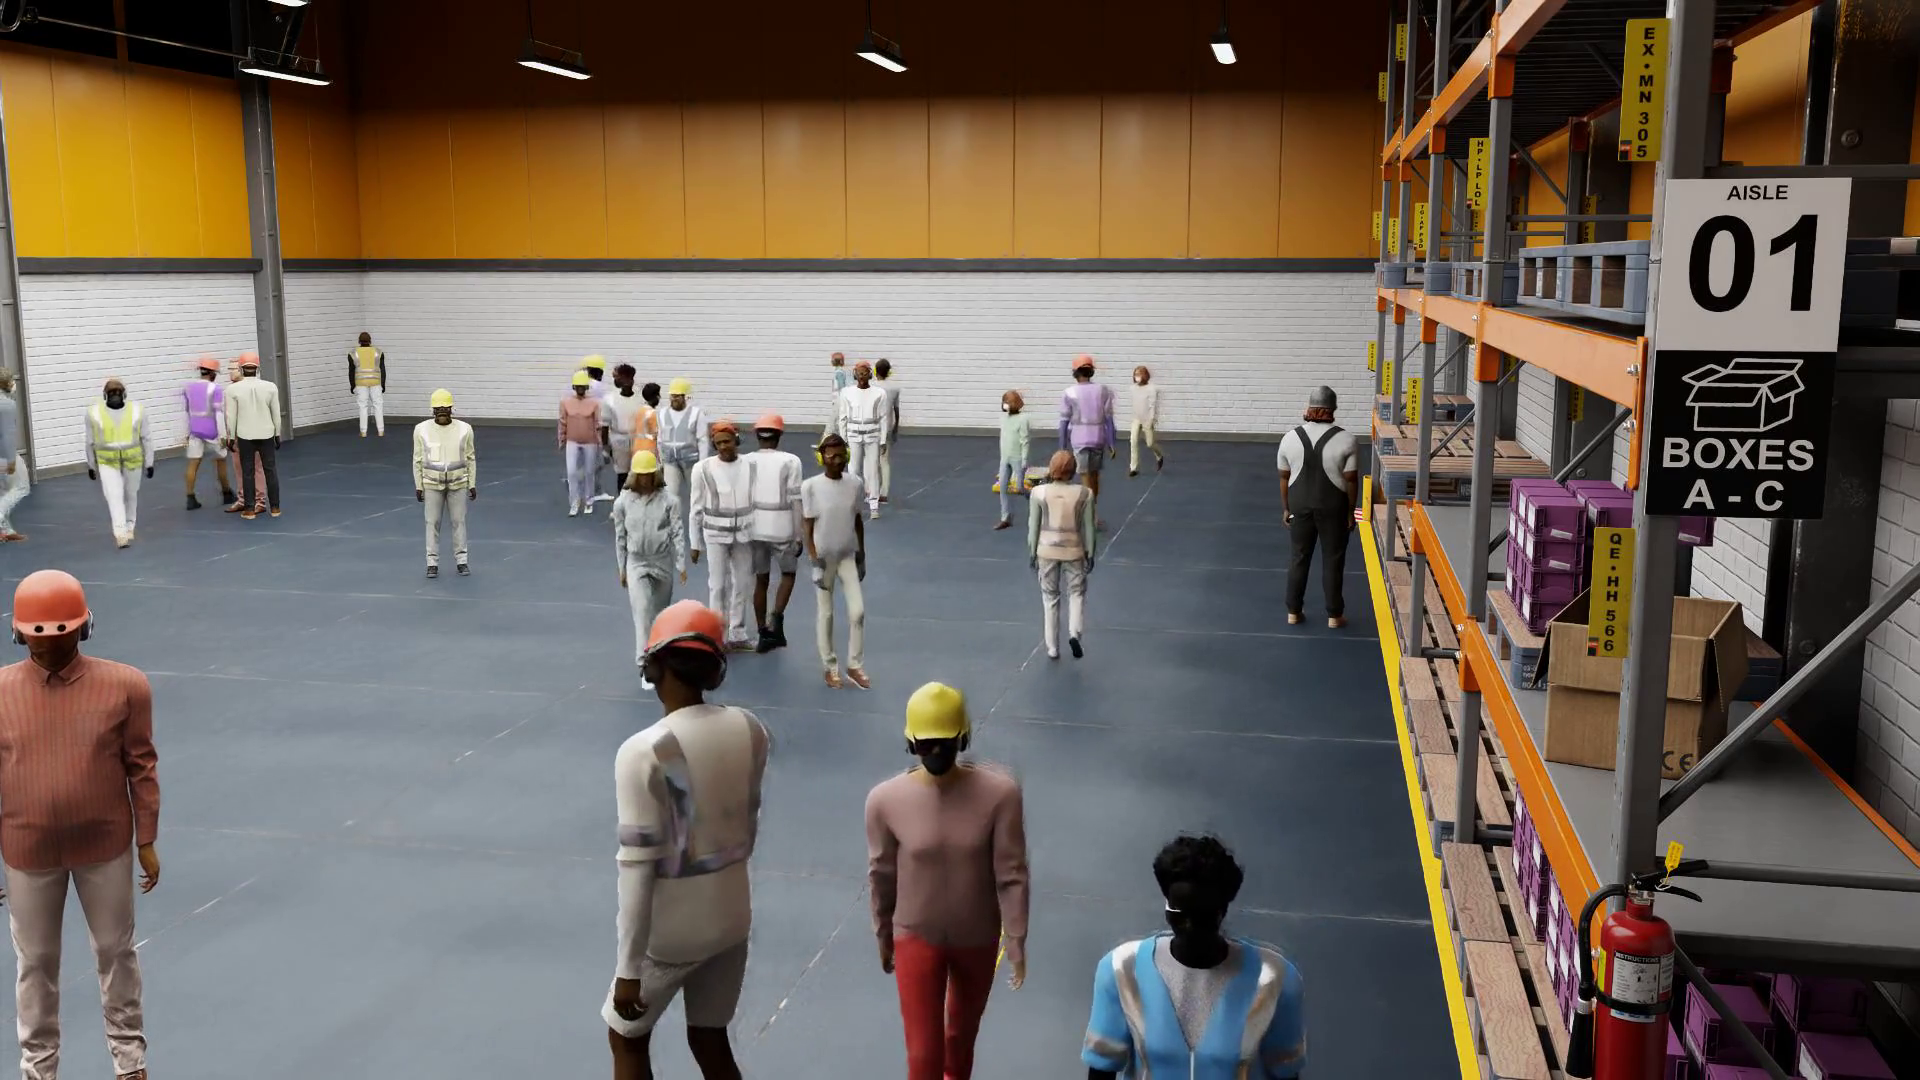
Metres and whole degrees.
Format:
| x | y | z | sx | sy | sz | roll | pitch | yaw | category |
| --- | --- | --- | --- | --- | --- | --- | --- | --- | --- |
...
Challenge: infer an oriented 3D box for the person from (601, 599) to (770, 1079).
| x | y | z | sx | sy | sz | roll | pitch | yaw | category |
| --- | --- | --- | --- | --- | --- | --- | --- | --- | --- |
| -0.920 | 1.190 | 5.197 | 0.699 | 1.993 | 0.687 | 6 | 11 | 34 | person |

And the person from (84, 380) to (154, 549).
| x | y | z | sx | sy | sz | roll | pitch | yaw | category |
| --- | --- | --- | --- | --- | --- | --- | --- | --- | --- |
| -9.061 | -0.830 | 17.964 | 0.643 | 1.793 | 0.986 | -6 | 11 | -31 | person |

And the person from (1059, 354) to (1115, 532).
| x | y | z | sx | sy | sz | roll | pitch | yaw | category |
| --- | --- | --- | --- | --- | --- | --- | --- | --- | --- |
| 1.420 | -1.126 | 19.115 | 0.629 | 1.997 | 0.950 | -2 | 10 | -13 | person |

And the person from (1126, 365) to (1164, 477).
| x | y | z | sx | sy | sz | roll | pitch | yaw | category |
| --- | --- | --- | --- | --- | --- | --- | --- | --- | --- |
| 2.669 | -1.717 | 23.879 | 0.492 | 1.605 | 0.697 | 7 | 12 | 36 | person |

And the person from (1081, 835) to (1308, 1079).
| x | y | z | sx | sy | sz | roll | pitch | yaw | category |
| --- | --- | --- | --- | --- | --- | --- | --- | --- | --- |
| 0.550 | 1.545 | 4.052 | 0.550 | 1.657 | 0.842 | 3 | 10 | 15 | person |

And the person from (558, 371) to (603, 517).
| x | y | z | sx | sy | sz | roll | pitch | yaw | category |
| --- | --- | --- | --- | --- | --- | --- | --- | --- | --- |
| -4.558 | -1.153 | 20.006 | 0.567 | 1.741 | 0.701 | -1 | 9 | -5 | person |

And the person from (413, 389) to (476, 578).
| x | y | z | sx | sy | sz | roll | pitch | yaw | category |
| --- | --- | --- | --- | --- | --- | --- | --- | --- | --- |
| -4.999 | -0.552 | 16.160 | 0.589 | 1.834 | 0.403 | -4 | 10 | -21 | person |

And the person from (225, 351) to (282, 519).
| x | y | z | sx | sy | sz | roll | pitch | yaw | category |
| --- | --- | --- | --- | --- | --- | --- | --- | --- | --- |
| -8.434 | -1.251 | 19.890 | 0.609 | 1.995 | 0.378 | -6 | 11 | -33 | person |

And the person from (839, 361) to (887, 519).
| x | y | z | sx | sy | sz | roll | pitch | yaw | category |
| --- | --- | --- | --- | --- | --- | --- | --- | --- | --- |
| -1.153 | -1.188 | 19.845 | 0.575 | 1.884 | 0.355 | 0 | 9 | 0 | person |

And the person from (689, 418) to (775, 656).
| x | y | z | sx | sy | sz | roll | pitch | yaw | category |
| --- | --- | --- | --- | --- | --- | --- | --- | --- | --- |
| -1.753 | -0.010 | 12.806 | 0.671 | 1.873 | 0.383 | -6 | 11 | -30 | person |

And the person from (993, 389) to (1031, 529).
| x | y | z | sx | sy | sz | roll | pitch | yaw | category |
| --- | --- | --- | --- | --- | --- | --- | --- | --- | --- |
| 0.661 | -0.931 | 19.115 | 0.593 | 1.611 | 0.507 | -9 | 13 | -42 | person |

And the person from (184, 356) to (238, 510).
| x | y | z | sx | sy | sz | roll | pitch | yaw | category |
| --- | --- | --- | --- | --- | --- | --- | --- | --- | --- |
| -9.391 | -1.347 | 20.804 | 0.659 | 1.872 | 0.947 | 2 | 10 | 13 | person |

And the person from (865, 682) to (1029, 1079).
| x | y | z | sx | sy | sz | roll | pitch | yaw | category |
| --- | --- | --- | --- | --- | --- | --- | --- | --- | --- |
| -0.051 | 1.276 | 5.507 | 0.519 | 1.717 | 0.930 | -1 | 9 | -7 | person |

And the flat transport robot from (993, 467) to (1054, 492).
| x | y | z | sx | sy | sz | roll | pitch | yaw | category |
| --- | --- | --- | --- | --- | --- | --- | --- | --- | --- |
| 0.916 | -0.837 | 22.575 | 0.652 | 0.197 | 1.431 | 2 | 10 | 14 | flat transport robot |

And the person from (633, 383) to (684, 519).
| x | y | z | sx | sy | sz | roll | pitch | yaw | category |
| --- | --- | --- | --- | --- | --- | --- | --- | --- | --- |
| -3.481 | -0.975 | 19.189 | 0.743 | 1.656 | 0.552 | -4 | 10 | -25 | person |

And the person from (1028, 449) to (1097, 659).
| x | y | z | sx | sy | sz | roll | pitch | yaw | category |
| --- | --- | --- | --- | --- | --- | --- | --- | --- | --- |
| 0.776 | 0.128 | 12.691 | 0.527 | 1.627 | 0.406 | 1 | 9 | 4 | person |

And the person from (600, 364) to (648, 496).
| x | y | z | sx | sy | sz | roll | pitch | yaw | category |
| --- | --- | --- | --- | --- | --- | --- | --- | --- | --- |
| -3.901 | -1.125 | 19.500 | 0.615 | 1.889 | 1.087 | -2 | 10 | -12 | person |

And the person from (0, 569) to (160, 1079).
| x | y | z | sx | sy | sz | roll | pitch | yaw | category |
| --- | --- | --- | --- | --- | --- | --- | --- | --- | --- |
| -3.144 | 1.079 | 5.863 | 0.609 | 1.991 | 0.384 | -4 | 10 | -25 | person |

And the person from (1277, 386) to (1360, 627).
| x | y | z | sx | sy | sz | roll | pitch | yaw | category |
| --- | --- | --- | --- | --- | --- | --- | --- | --- | --- |
| 3.038 | -0.295 | 13.991 | 0.684 | 2.000 | 0.535 | 6 | 11 | 30 | person |

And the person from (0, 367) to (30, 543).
| x | y | z | sx | sy | sz | roll | pitch | yaw | category |
| --- | --- | --- | --- | --- | --- | --- | --- | --- | --- |
| -10.376 | -0.896 | 17.979 | 0.642 | 1.927 | 0.475 | 6 | 11 | 33 | person |

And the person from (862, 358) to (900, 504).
| x | y | z | sx | sy | sz | roll | pitch | yaw | category |
| --- | --- | --- | --- | --- | --- | --- | --- | --- | --- |
| -1.025 | -1.365 | 21.038 | 0.531 | 1.841 | 0.393 | -3 | 10 | -18 | person |

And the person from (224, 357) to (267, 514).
| x | y | z | sx | sy | sz | roll | pitch | yaw | category |
| --- | --- | --- | --- | --- | --- | --- | --- | --- | --- |
| -8.728 | -1.264 | 20.237 | 0.641 | 1.908 | 0.407 | 5 | 11 | 29 | person |

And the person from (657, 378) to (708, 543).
| x | y | z | sx | sy | sz | roll | pitch | yaw | category |
| --- | --- | --- | --- | --- | --- | --- | --- | --- | --- |
| -3.059 | -0.898 | 18.384 | 0.603 | 1.792 | 0.909 | 2 | 10 | 10 | person |

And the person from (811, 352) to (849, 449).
| x | y | z | sx | sy | sz | roll | pitch | yaw | category |
| --- | --- | --- | --- | --- | --- | --- | --- | --- | --- |
| -2.042 | -2.233 | 26.959 | 0.818 | 1.597 | 0.535 | 0 | 9 | 2 | person |

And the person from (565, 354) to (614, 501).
| x | y | z | sx | sy | sz | roll | pitch | yaw | category |
| --- | --- | --- | --- | --- | --- | --- | --- | --- | --- |
| -4.707 | -1.408 | 21.094 | 0.632 | 1.905 | 0.589 | -8 | 12 | -39 | person |

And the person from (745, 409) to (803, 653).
| x | y | z | sx | sy | sz | roll | pitch | yaw | category |
| --- | --- | --- | --- | --- | --- | --- | --- | --- | --- |
| -1.484 | -0.066 | 12.988 | 0.561 | 1.909 | 0.439 | 1 | 10 | 9 | person |

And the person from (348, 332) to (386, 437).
| x | y | z | sx | sy | sz | roll | pitch | yaw | category |
| --- | --- | --- | --- | --- | --- | --- | --- | --- | --- |
| -10.434 | -2.737 | 29.305 | 0.619 | 1.845 | 0.430 | -4 | 10 | -23 | person |

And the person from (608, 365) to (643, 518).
| x | y | z | sx | sy | sz | roll | pitch | yaw | category |
| --- | --- | --- | --- | --- | --- | --- | --- | --- | --- |
| -4.005 | -1.176 | 19.909 | 0.429 | 1.841 | 0.625 | 4 | 10 | 23 | person |

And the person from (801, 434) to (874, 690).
| x | y | z | sx | sy | sz | roll | pitch | yaw | category |
| --- | --- | --- | --- | --- | --- | --- | --- | --- | --- |
| -0.861 | 0.167 | 11.794 | 0.516 | 1.843 | 0.619 | -4 | 10 | -22 | person |

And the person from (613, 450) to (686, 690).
| x | y | z | sx | sy | sz | roll | pitch | yaw | category |
| --- | --- | --- | --- | --- | --- | --- | --- | --- | --- |
| -2.273 | 0.174 | 12.184 | 0.498 | 1.714 | 0.843 | -3 | 10 | -17 | person |
